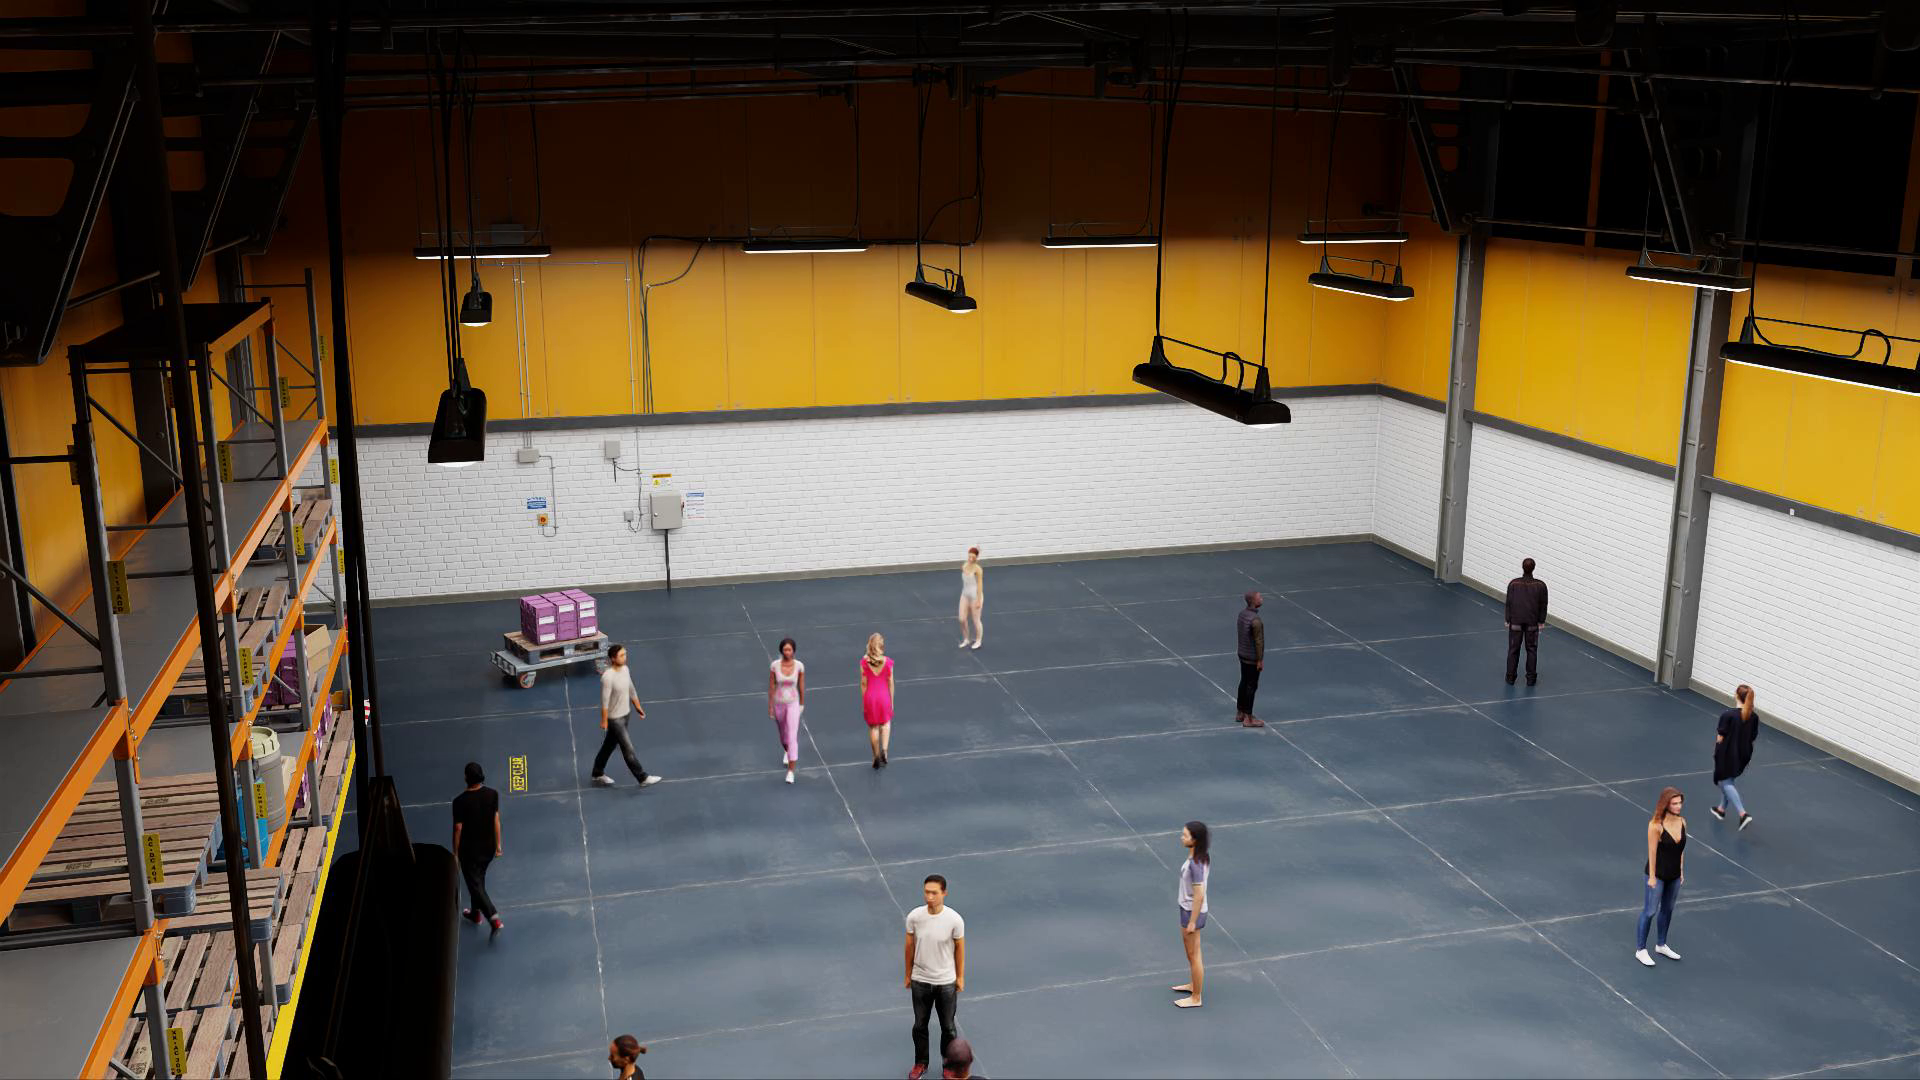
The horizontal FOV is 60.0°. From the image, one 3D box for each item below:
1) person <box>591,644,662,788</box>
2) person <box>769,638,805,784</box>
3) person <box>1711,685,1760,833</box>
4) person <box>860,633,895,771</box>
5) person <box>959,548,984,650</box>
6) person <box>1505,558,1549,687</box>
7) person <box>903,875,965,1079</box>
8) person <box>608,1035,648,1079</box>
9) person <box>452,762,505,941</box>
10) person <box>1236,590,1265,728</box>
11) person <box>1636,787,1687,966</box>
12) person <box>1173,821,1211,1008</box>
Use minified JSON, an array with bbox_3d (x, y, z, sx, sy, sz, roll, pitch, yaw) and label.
[{"bbox_3d":[-4.176,2.108,19.826,1.084,1.765,1.197,3,14,13],"label":"person"},{"bbox_3d":[-2.119,2.029,20.297,0.808,1.697,1.227,0,14,1],"label":"person"},{"bbox_3d":[8.703,2.455,18.616,0.725,1.660,1.080,-1,14,-6],"label":"person"},{"bbox_3d":[-1.024,2.002,20.362,0.616,1.718,0.648,-1,14,-3],"label":"person"},{"bbox_3d":[0.199,0.880,25.227,0.727,1.609,0.787,12,18,40],"label":"person"},{"bbox_3d":[8.013,1.152,23.619,0.803,1.838,0.782,4,14,15],"label":"person"},{"bbox_3d":[-0.201,3.584,13.650,0.716,1.803,0.676,2,14,8],"label":"person"},{"bbox_3d":[-2.243,4.175,11.496,0.645,1.668,0.466,-3,14,-11],"label":"person"},{"bbox_3d":[-4.650,3.022,16.114,1.185,1.736,1.002,13,19,42],"label":"person"},{"bbox_3d":[3.839,1.546,21.993,0.749,1.836,0.474,-4,14,-15],"label":"person"},{"bbox_3d":[6.622,3.138,15.662,0.615,1.723,0.566,-6,15,-23],"label":"person"},{"bbox_3d":[2.084,3.322,14.878,0.711,1.733,0.561,1,14,6],"label":"person"}]
